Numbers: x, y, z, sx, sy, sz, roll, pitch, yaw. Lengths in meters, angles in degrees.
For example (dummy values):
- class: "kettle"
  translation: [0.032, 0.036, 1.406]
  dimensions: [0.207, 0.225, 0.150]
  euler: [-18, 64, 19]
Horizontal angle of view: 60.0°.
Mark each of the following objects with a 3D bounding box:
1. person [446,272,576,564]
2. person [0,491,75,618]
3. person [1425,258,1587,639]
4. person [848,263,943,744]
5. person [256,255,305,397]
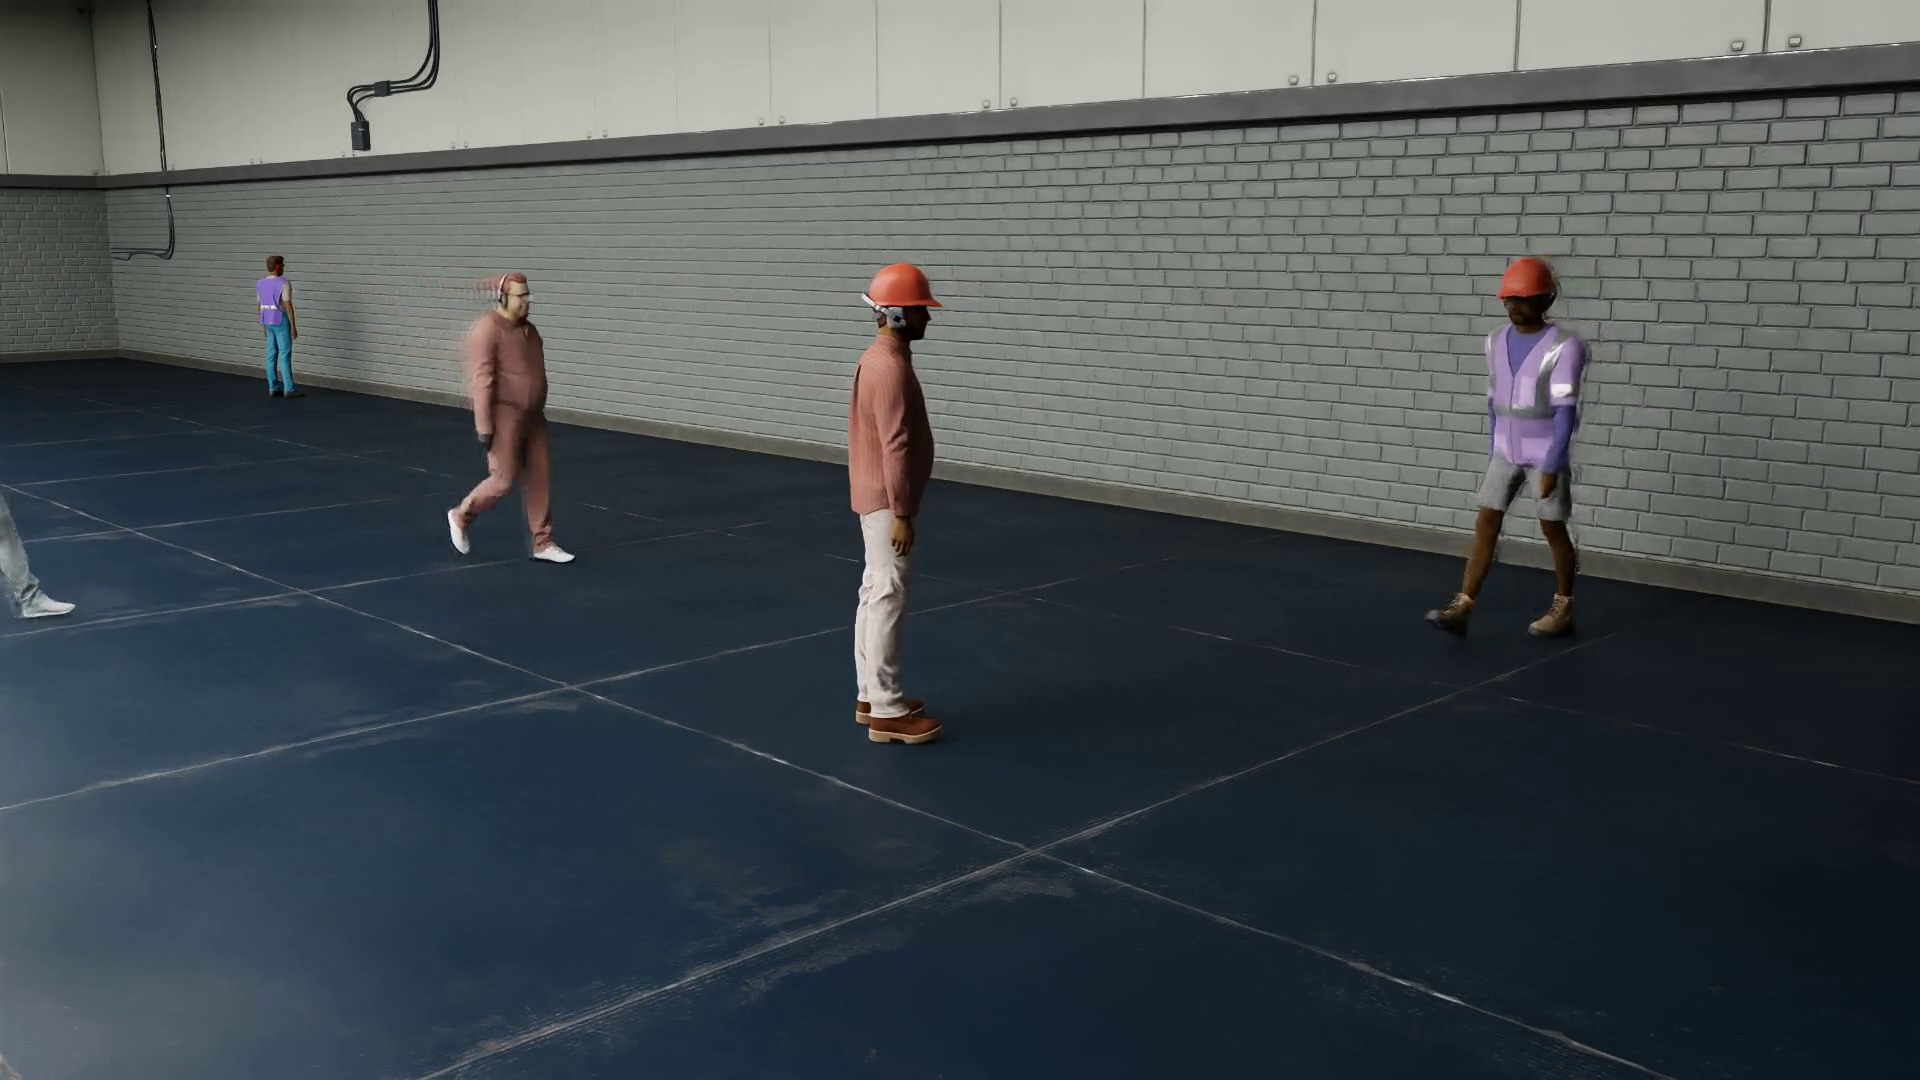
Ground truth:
- class: "person"
  translation: [-2.933, -0.783, 10.741]
  dimensions: [0.775, 1.885, 0.650]
  euler: [4, 11, 20]
- class: "person"
  translation: [-5.437, -0.374, 9.011]
  dimensions: [0.911, 1.697, 0.490]
  euler: [-3, 11, -18]
- class: "person"
  translation: [2.882, -0.446, 8.600]
  dimensions: [1.021, 1.986, 0.664]
  euler: [-7, 12, -33]
- class: "person"
  translation: [-0.272, -0.163, 7.042]
  dimensions: [0.395, 1.994, 0.613]
  euler: [-2, 11, -10]
- class: "person"
  translation: [-8.961, -2.801, 21.831]
  dimensions: [0.563, 1.847, 0.388]
  euler: [5, 11, 24]
